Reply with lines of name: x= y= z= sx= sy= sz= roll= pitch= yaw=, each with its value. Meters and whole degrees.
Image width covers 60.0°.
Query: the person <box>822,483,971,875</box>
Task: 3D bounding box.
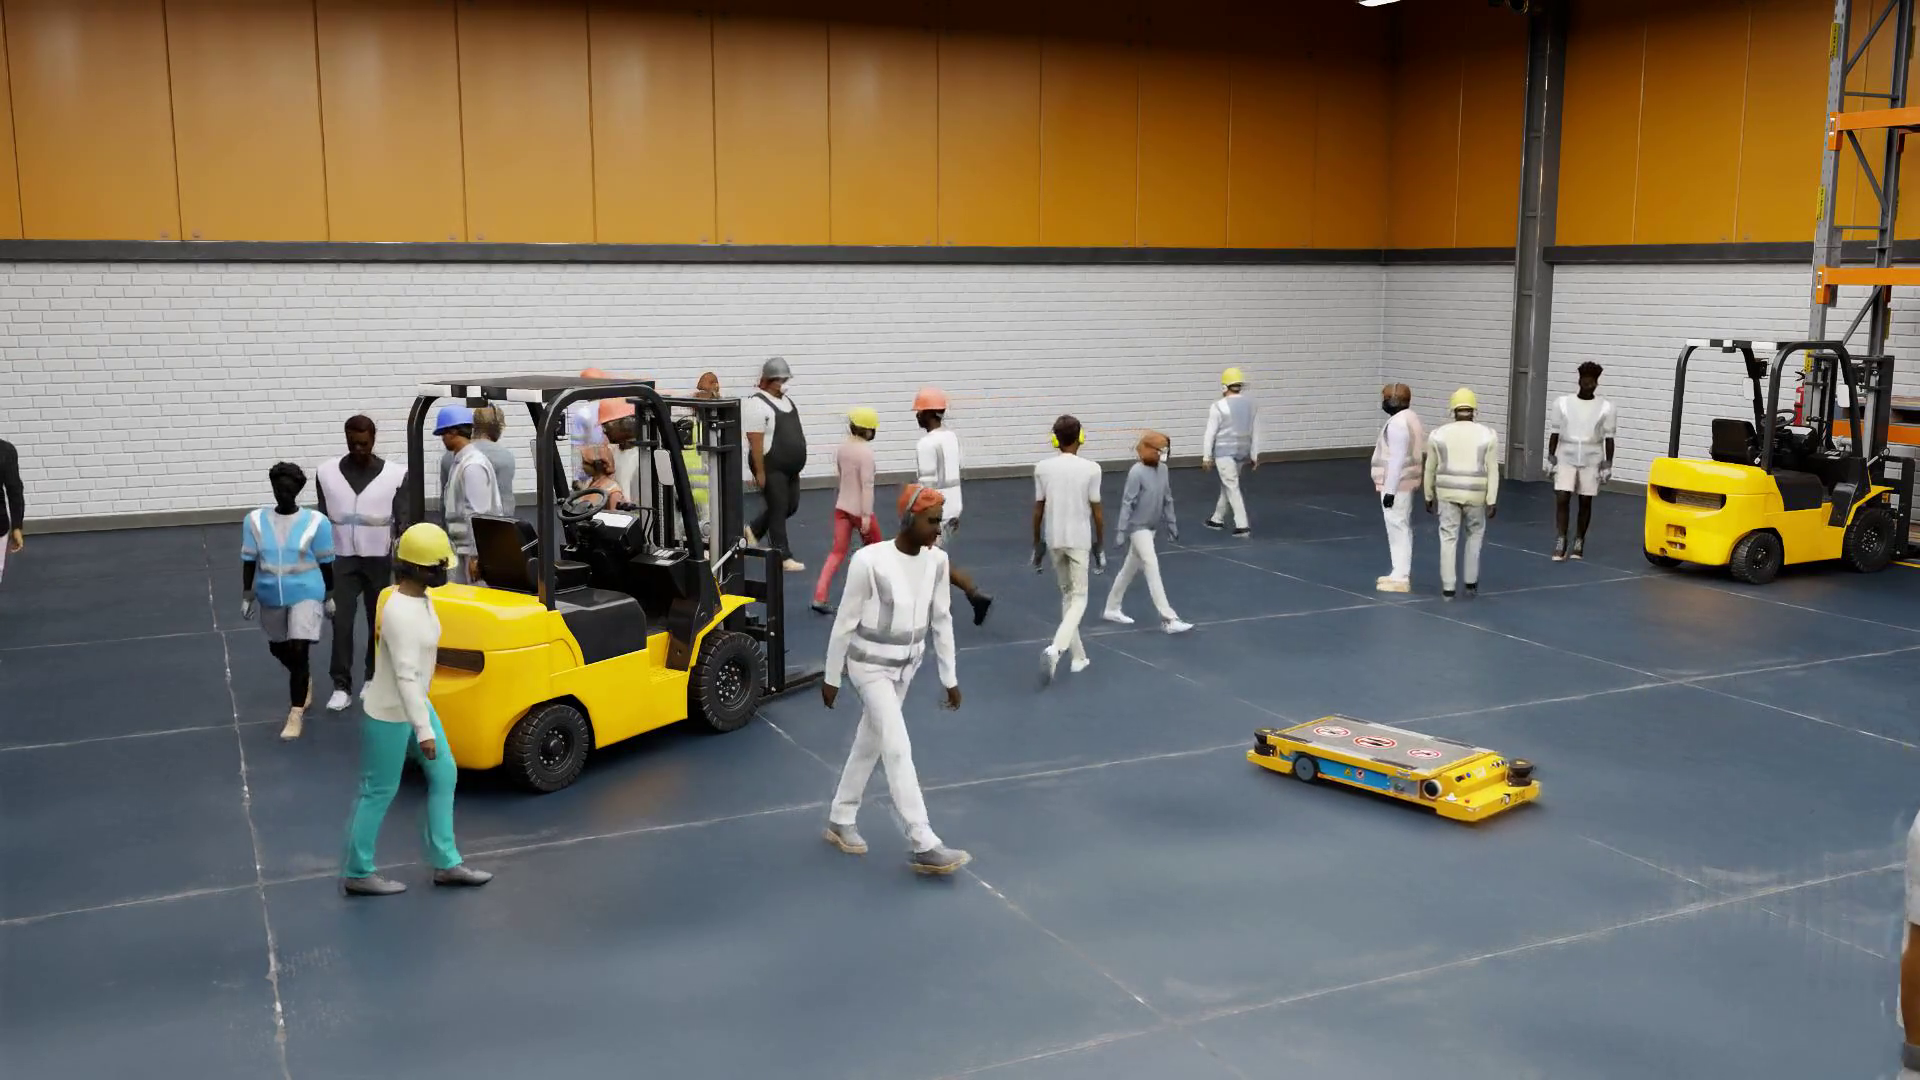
person: x=-0.287 y=0.639 z=7.812 sx=0.993 sy=1.813 sz=0.589 roll=8 pitch=12 yaw=39

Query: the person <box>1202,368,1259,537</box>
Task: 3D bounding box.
person: x=2.872 y=-0.936 z=17.693 sx=0.607 sy=1.788 sz=0.915 roll=-5 pitch=10 yaw=-27

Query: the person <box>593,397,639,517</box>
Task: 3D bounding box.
person: x=-2.261 y=-0.013 z=11.415 sx=0.610 sy=1.970 sz=1.127 roll=8 pitch=12 yaw=40

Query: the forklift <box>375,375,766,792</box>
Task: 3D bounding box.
forklift: x=-2.268 y=0.149 z=9.685 sx=1.214 sy=2.155 sz=2.313 roll=6 pitch=11 yaw=32

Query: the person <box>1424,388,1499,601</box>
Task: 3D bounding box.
person: x=4.308 y=-0.401 z=14.296 sx=0.616 sy=1.802 sz=0.759 roll=3 pitch=10 yaw=19

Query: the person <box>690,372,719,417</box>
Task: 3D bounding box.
person: x=-2.929 y=-1.147 z=19.458 sx=0.507 sy=1.632 sz=0.274 roll=6 pitch=11 yaw=34

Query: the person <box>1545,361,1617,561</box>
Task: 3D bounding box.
person: x=5.961 y=-0.742 z=16.000 sx=0.627 sy=1.934 sz=0.782 roll=4 pitch=10 yaw=22

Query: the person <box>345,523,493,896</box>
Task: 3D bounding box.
person: x=-2.425 y=0.763 z=7.348 sx=0.745 sy=1.704 sz=0.540 roll=-1 pitch=9 yaw=-4

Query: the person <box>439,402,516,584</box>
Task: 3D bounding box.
person: x=-3.373 y=-0.028 z=11.728 sx=0.756 sy=1.873 sz=1.009 roll=4 pitch=10 yaw=23

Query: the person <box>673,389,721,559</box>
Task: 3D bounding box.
person: x=-2.163 y=-0.356 z=13.978 sx=0.634 sy=1.825 sz=0.493 roll=6 pitch=11 yaw=33

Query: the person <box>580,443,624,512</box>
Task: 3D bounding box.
person: x=-2.451 y=0.145 z=11.434 sx=0.313 sy=1.637 sz=0.513 roll=-7 pitch=11 yaw=-36

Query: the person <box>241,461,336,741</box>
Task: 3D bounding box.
person: x=-4.086 y=0.327 z=10.199 sx=0.533 sy=1.672 sz=0.803 roll=0 pitch=9 yaw=-1

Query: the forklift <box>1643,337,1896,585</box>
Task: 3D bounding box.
forklift: x=7.551 y=-0.789 z=15.507 sx=2.313 sy=2.155 sz=1.214 roll=-4 pitch=10 yaw=-25

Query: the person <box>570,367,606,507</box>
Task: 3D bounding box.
person: x=-3.408 y=-0.654 z=15.506 sx=0.554 sy=1.921 sz=0.424 roll=-8 pitch=12 yaw=-41

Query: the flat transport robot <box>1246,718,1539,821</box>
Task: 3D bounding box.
flat transport robot: x=2.334 y=1.208 z=9.062 sx=0.652 sy=0.197 sz=1.431 roll=-8 pitch=12 yaw=-42

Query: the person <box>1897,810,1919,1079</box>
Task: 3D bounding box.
person: x=2.445 y=1.220 z=4.072 sx=0.538 sy=1.860 sz=0.506 roll=-6 pitch=11 yaw=-31

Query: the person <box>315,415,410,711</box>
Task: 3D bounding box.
person: x=-3.838 y=0.148 z=10.649 sx=0.613 sy=1.879 sz=0.863 roll=-1 pitch=9 yaw=-9

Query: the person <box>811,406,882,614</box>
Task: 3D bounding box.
person: x=-0.869 y=-0.240 z=13.607 sx=0.880 sy=1.723 sz=0.531 roll=-8 pitch=12 yaw=-41

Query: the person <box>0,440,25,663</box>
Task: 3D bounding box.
person: x=-6.870 y=-0.052 z=11.646 sx=0.608 sy=1.955 sz=0.759 roll=-8 pitch=12 yaw=-41

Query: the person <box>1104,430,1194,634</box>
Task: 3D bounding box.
person: x=1.469 y=-0.075 z=12.957 sx=0.878 sy=1.575 sz=0.561 roll=7 pitch=11 yaw=35

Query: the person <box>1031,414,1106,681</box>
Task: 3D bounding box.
person: x=0.721 y=0.060 z=11.433 sx=0.547 sy=1.824 sz=0.781 roll=4 pitch=10 yaw=26

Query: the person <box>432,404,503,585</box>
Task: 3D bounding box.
person: x=-3.244 y=0.055 z=11.117 sx=0.449 sy=1.928 sz=0.710 roll=-4 pitch=10 yaw=-26

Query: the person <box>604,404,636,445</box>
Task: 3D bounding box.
person: x=-2.831 y=-0.349 z=14.288 sx=0.613 sy=1.722 sz=0.342 roll=3 pitch=10 yaw=16

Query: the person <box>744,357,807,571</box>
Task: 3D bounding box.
person: x=-1.784 y=-0.738 z=15.662 sx=0.735 sy=2.000 sz=0.689 roll=4 pitch=10 yaw=25

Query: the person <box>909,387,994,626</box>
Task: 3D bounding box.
person: x=-0.073 y=-0.228 z=12.927 sx=0.723 sy=1.914 sz=0.562 roll=5 pitch=10 yaw=28

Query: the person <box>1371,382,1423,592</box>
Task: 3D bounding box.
person: x=3.825 y=-0.466 z=14.604 sx=0.429 sy=1.841 sz=0.633 roll=5 pitch=10 yaw=27
